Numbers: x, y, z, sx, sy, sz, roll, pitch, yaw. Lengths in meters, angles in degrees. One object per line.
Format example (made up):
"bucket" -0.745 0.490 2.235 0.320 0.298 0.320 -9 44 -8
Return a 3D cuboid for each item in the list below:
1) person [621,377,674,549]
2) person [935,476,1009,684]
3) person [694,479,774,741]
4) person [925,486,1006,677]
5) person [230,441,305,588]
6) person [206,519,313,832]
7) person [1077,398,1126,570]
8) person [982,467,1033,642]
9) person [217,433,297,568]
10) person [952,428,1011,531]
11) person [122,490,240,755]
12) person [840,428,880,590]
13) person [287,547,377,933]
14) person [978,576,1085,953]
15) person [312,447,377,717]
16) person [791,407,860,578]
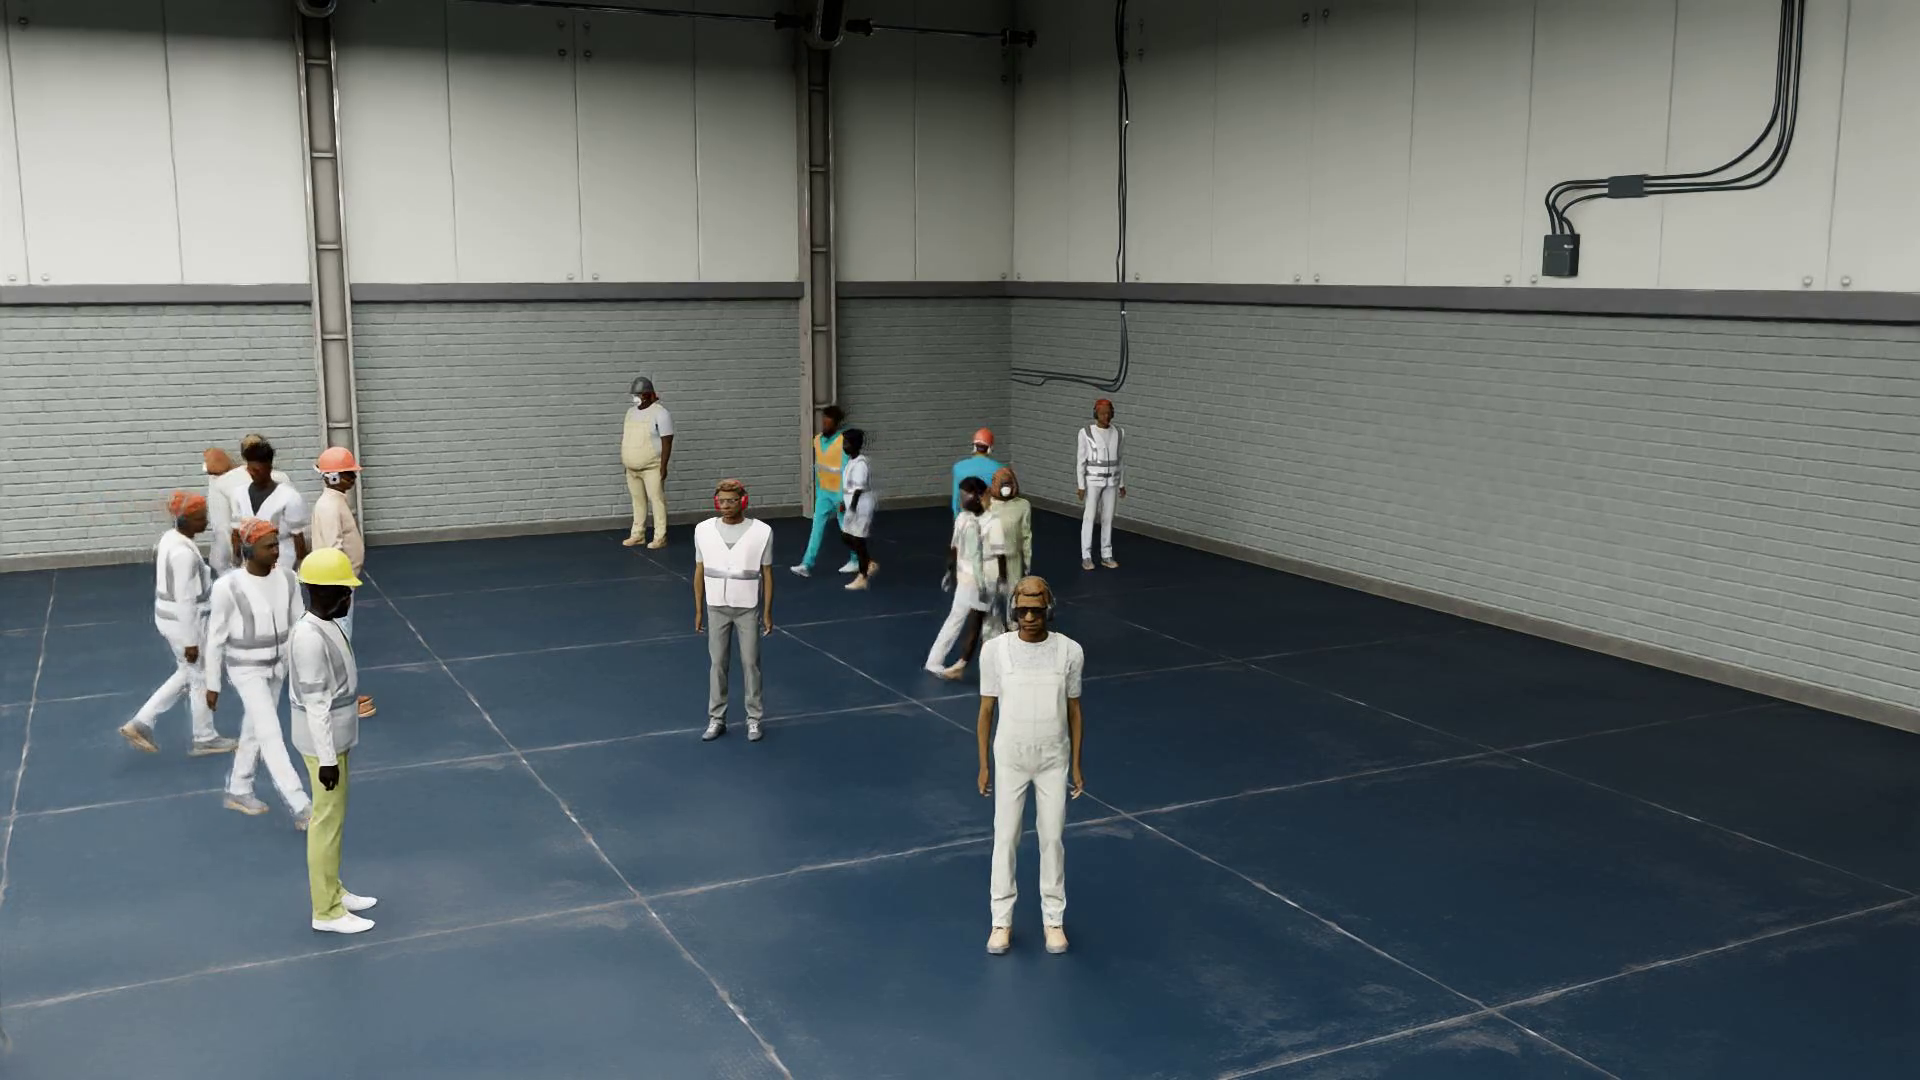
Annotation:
"person" -3.750 -0.917 19.680 0.688 2.000 0.539 6 11 32
"person" 0.110 0.315 13.285 0.914 1.635 0.541 -7 12 -37
"person" -1.578 0.485 11.639 0.566 1.846 0.387 1 9 3
"person" 0.117 0.337 13.337 0.876 1.592 0.535 2 9 9
"person" -5.542 0.148 13.441 0.594 1.937 0.785 2 9 13
"person" -4.069 0.789 9.813 1.024 1.818 0.601 5 10 26
"person" 1.559 -0.616 18.304 0.585 1.882 0.337 -4 10 -23
"person" 0.370 0.186 14.163 0.500 1.626 0.282 -2 9 -13
"person" -5.838 0.071 13.906 0.630 1.940 0.373 0 9 3
"person" 0.232 -0.245 16.465 0.586 1.732 0.466 2 10 14
"person" -5.193 0.576 11.042 0.643 1.851 0.667 -7 12 -37
"person" -1.059 -0.313 17.075 0.400 1.679 0.532 -3 10 -19
"person" -3.130 0.988 8.292 0.368 1.924 0.594 -3 10 -16
"person" 0.343 1.076 7.996 0.517 1.844 0.332 0 9 -1
"person" -4.564 0.307 12.276 0.377 1.995 0.608 -4 10 -21
"person" -1.382 -0.509 17.784 0.658 1.847 1.049 8 12 41
